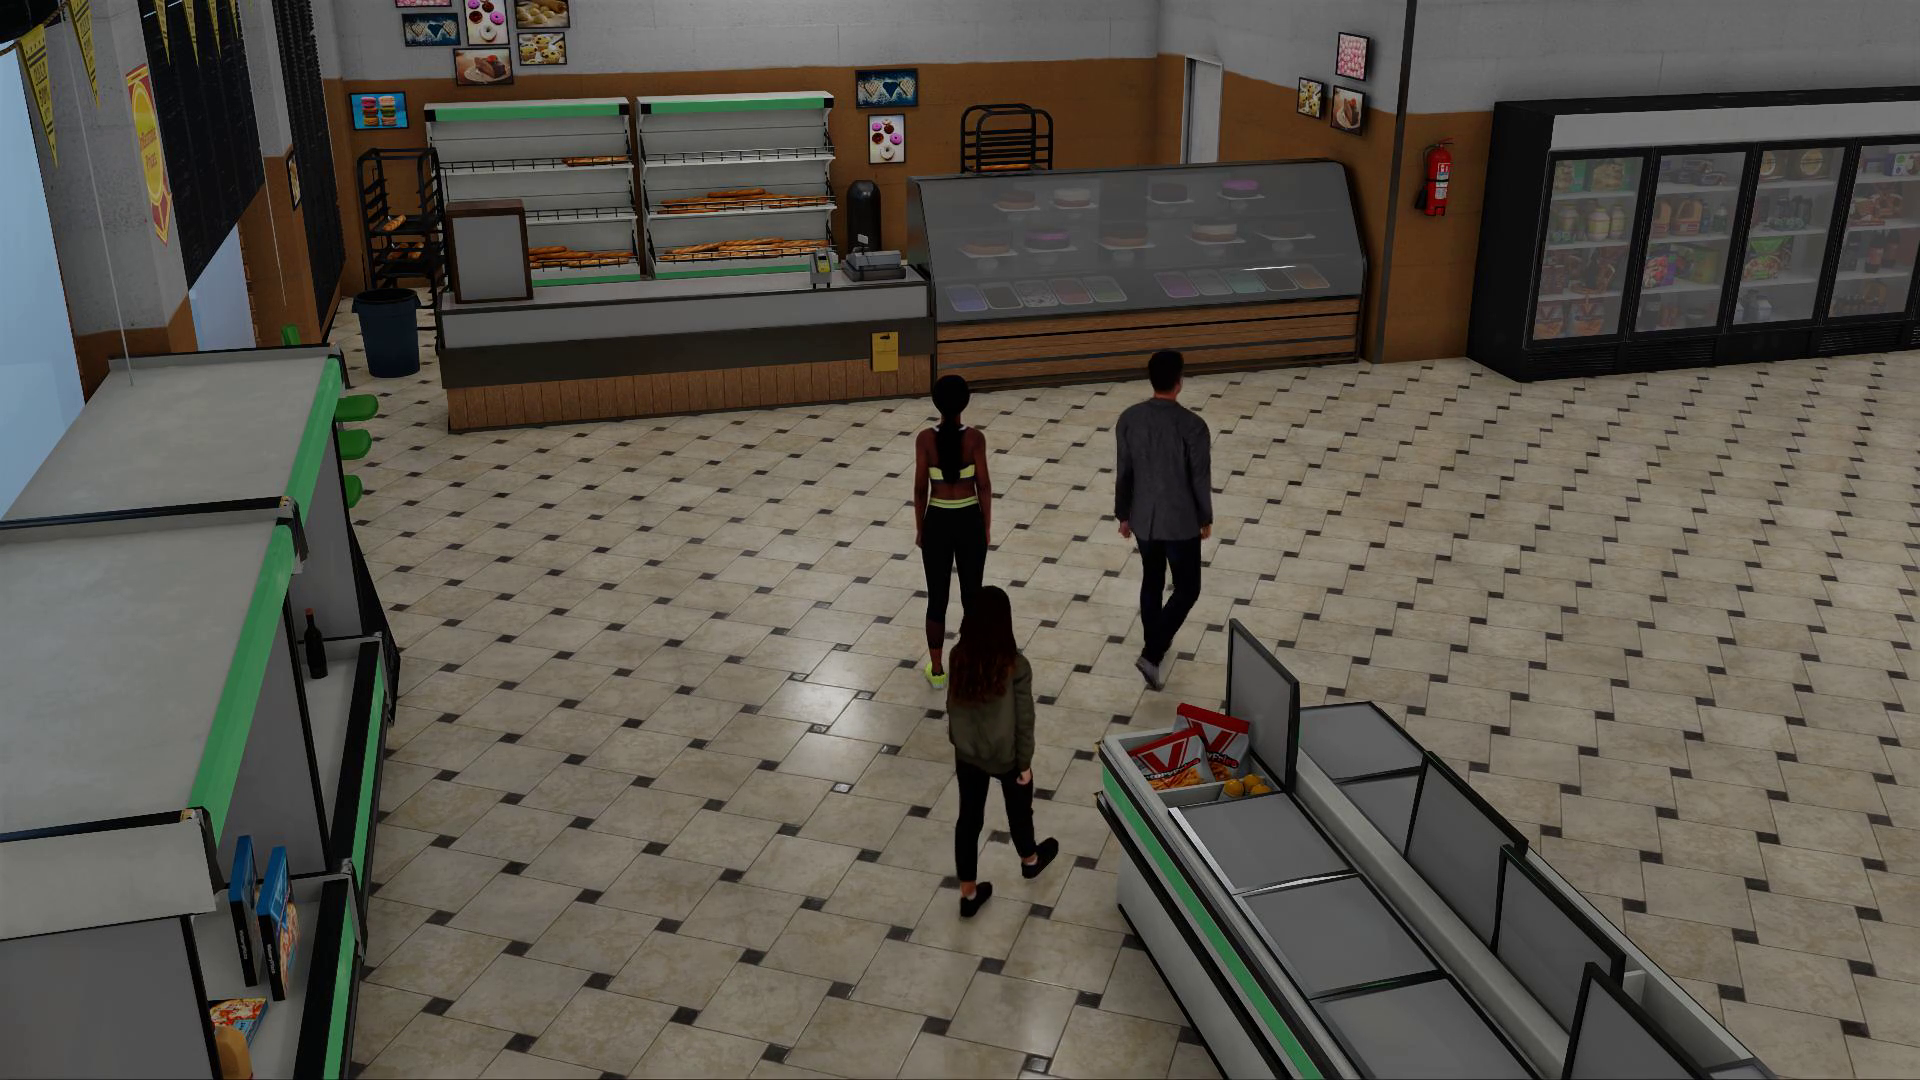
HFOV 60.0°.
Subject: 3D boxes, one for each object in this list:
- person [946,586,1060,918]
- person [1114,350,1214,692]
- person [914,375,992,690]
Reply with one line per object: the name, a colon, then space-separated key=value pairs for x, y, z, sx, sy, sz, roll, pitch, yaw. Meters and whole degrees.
person: x=0.096 y=0.916 z=6.929 sx=0.869 sy=1.461 sz=0.935 roll=12 pitch=25 yaw=27
person: x=1.080 y=-0.070 z=8.863 sx=1.099 sy=1.848 sz=1.143 roll=12 pitch=25 yaw=27
person: x=-0.035 y=-0.032 z=8.895 sx=0.613 sy=1.754 sz=0.589 roll=0 pitch=22 yaw=1
